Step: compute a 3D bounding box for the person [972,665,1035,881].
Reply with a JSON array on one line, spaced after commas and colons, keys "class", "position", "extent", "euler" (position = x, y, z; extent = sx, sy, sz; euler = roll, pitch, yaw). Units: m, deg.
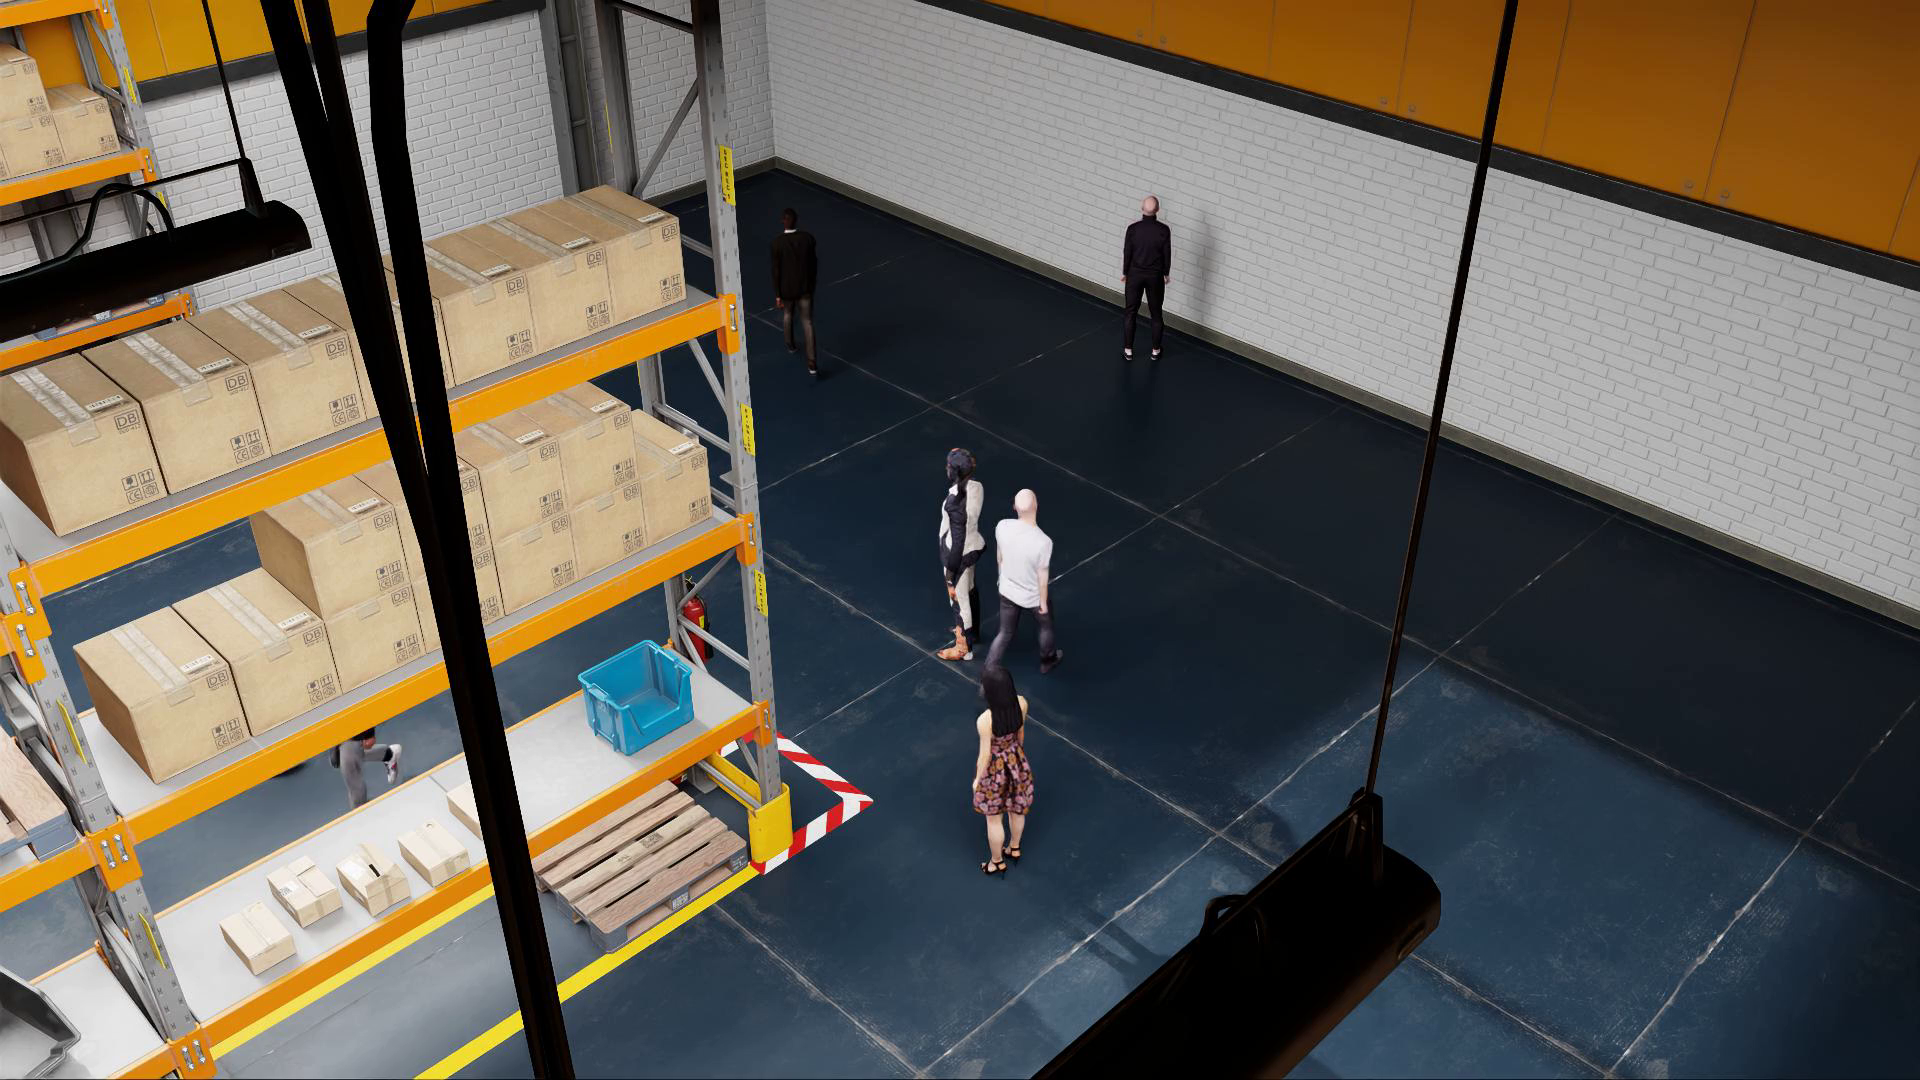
[{"class": "person", "position": [0.277, 1.567, 11.246], "extent": [0.615, 1.775, 0.731], "euler": [-25, 41, -33]}]

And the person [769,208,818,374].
[{"class": "person", "position": [-1.689, -2.589, 17.517], "extent": [1.244, 1.755, 1.136], "euler": [-9, 35, -13]}]

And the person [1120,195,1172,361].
[{"class": "person", "position": [1.978, -2.790, 17.747], "extent": [0.767, 1.836, 0.812], "euler": [2, 34, 3]}]

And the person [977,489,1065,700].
[{"class": "person", "position": [0.425, 0.461, 12.887], "extent": [0.793, 1.801, 1.257], "euler": [22, 39, 29]}]

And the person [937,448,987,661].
[{"class": "person", "position": [0.013, 0.114, 13.328], "extent": [0.842, 1.891, 0.700], "euler": [10, 35, 15]}]
